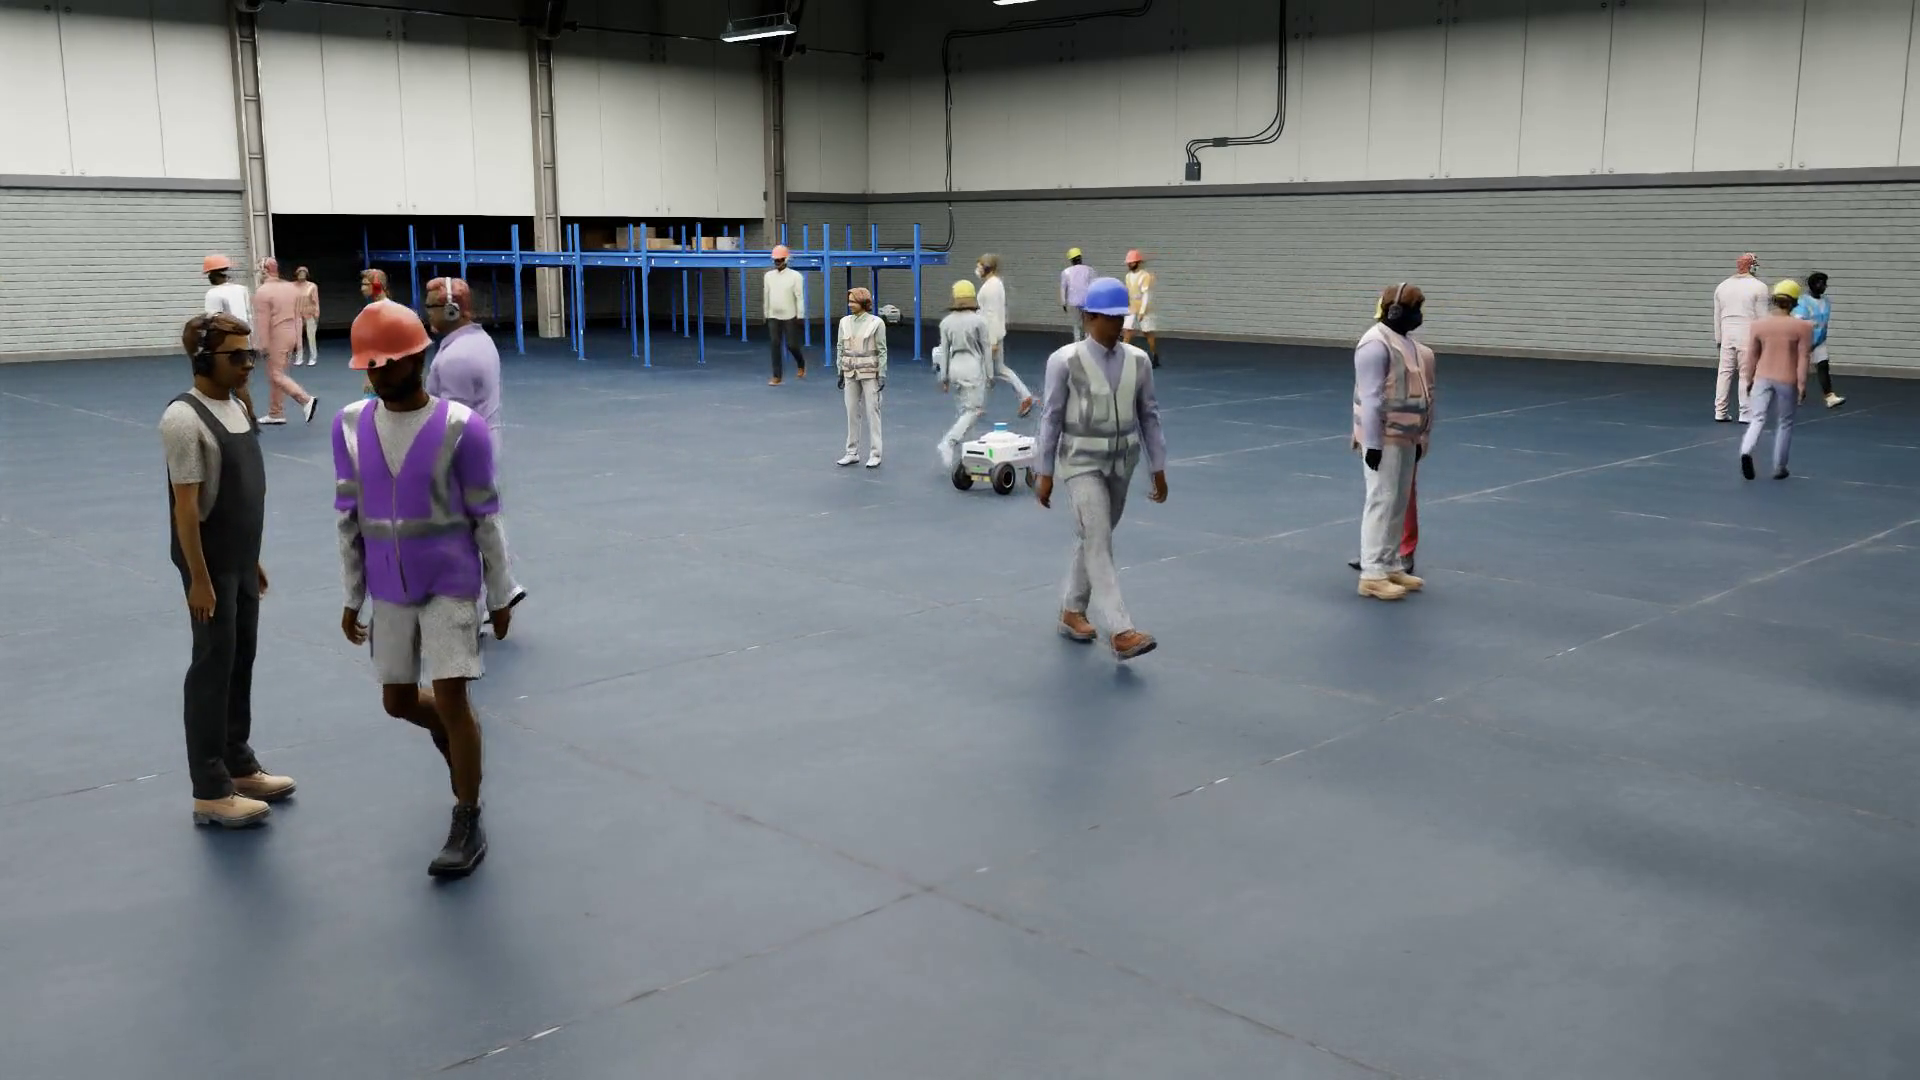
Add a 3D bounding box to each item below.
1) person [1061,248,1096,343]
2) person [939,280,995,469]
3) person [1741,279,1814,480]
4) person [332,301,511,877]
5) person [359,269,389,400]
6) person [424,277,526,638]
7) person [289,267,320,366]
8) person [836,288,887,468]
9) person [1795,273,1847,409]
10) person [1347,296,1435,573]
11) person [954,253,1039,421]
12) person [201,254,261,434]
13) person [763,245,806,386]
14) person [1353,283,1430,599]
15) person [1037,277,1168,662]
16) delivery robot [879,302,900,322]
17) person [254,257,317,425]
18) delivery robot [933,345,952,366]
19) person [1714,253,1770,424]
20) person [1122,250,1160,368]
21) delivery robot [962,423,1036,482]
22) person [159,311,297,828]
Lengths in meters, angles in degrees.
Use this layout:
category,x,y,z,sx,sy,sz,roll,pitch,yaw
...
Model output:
category,x,y,z,sx,sy,sz,roll,pitch,yaw
person,2.070,-4.136,29.004,0.606,1.897,0.625,-1,10,-4
person,0.013,-1.490,15.039,0.493,1.711,0.736,7,12,33
person,7.034,-1.377,14.361,0.523,1.741,0.775,9,14,40
person,-1.799,0.127,5.701,0.552,1.909,0.728,1,10,8
person,-5.147,-1.447,14.547,0.823,1.816,0.570,-5,11,-25
person,-2.601,-0.415,8.660,0.420,1.898,0.670,-1,10,-6
person,-10.576,-3.599,26.828,0.531,1.602,0.668,-1,10,-4
person,-0.902,-1.490,15.255,0.522,1.636,0.311,6,12,29
person,10.444,-2.428,20.312,0.552,1.644,0.871,-3,11,-17
person,2.710,-0.679,10.481,0.327,1.765,0.533,-10,14,-44
person,0.432,-2.330,19.106,0.907,1.916,0.644,2,10,8
person,-7.840,-2.071,17.691,0.796,1.898,0.566,3,11,16
person,-2.485,-3.201,23.679,0.620,1.978,0.637,4,11,22
person,2.546,-0.592,9.836,0.430,1.834,0.644,8,13,36
person,0.757,-0.363,8.391,0.638,1.891,0.984,-6,12,-28
delivery robot,-1.653,-5.349,39.112,0.477,0.478,0.707,-4,11,-19
person,-7.566,-2.213,18.566,0.787,1.877,0.646,2,11,12
delivery robot,-0.177,-2.889,25.698,0.477,0.478,0.707,3,11,16
person,8.838,-2.273,18.789,0.410,1.909,0.643,-7,12,-32
person,2.827,-3.642,26.363,0.983,1.886,0.550,-9,14,-42
delivery robot,0.336,-0.740,13.979,0.477,0.478,0.707,8,13,36
person,-2.672,0.096,6.044,0.328,1.842,0.516,0,10,-1
